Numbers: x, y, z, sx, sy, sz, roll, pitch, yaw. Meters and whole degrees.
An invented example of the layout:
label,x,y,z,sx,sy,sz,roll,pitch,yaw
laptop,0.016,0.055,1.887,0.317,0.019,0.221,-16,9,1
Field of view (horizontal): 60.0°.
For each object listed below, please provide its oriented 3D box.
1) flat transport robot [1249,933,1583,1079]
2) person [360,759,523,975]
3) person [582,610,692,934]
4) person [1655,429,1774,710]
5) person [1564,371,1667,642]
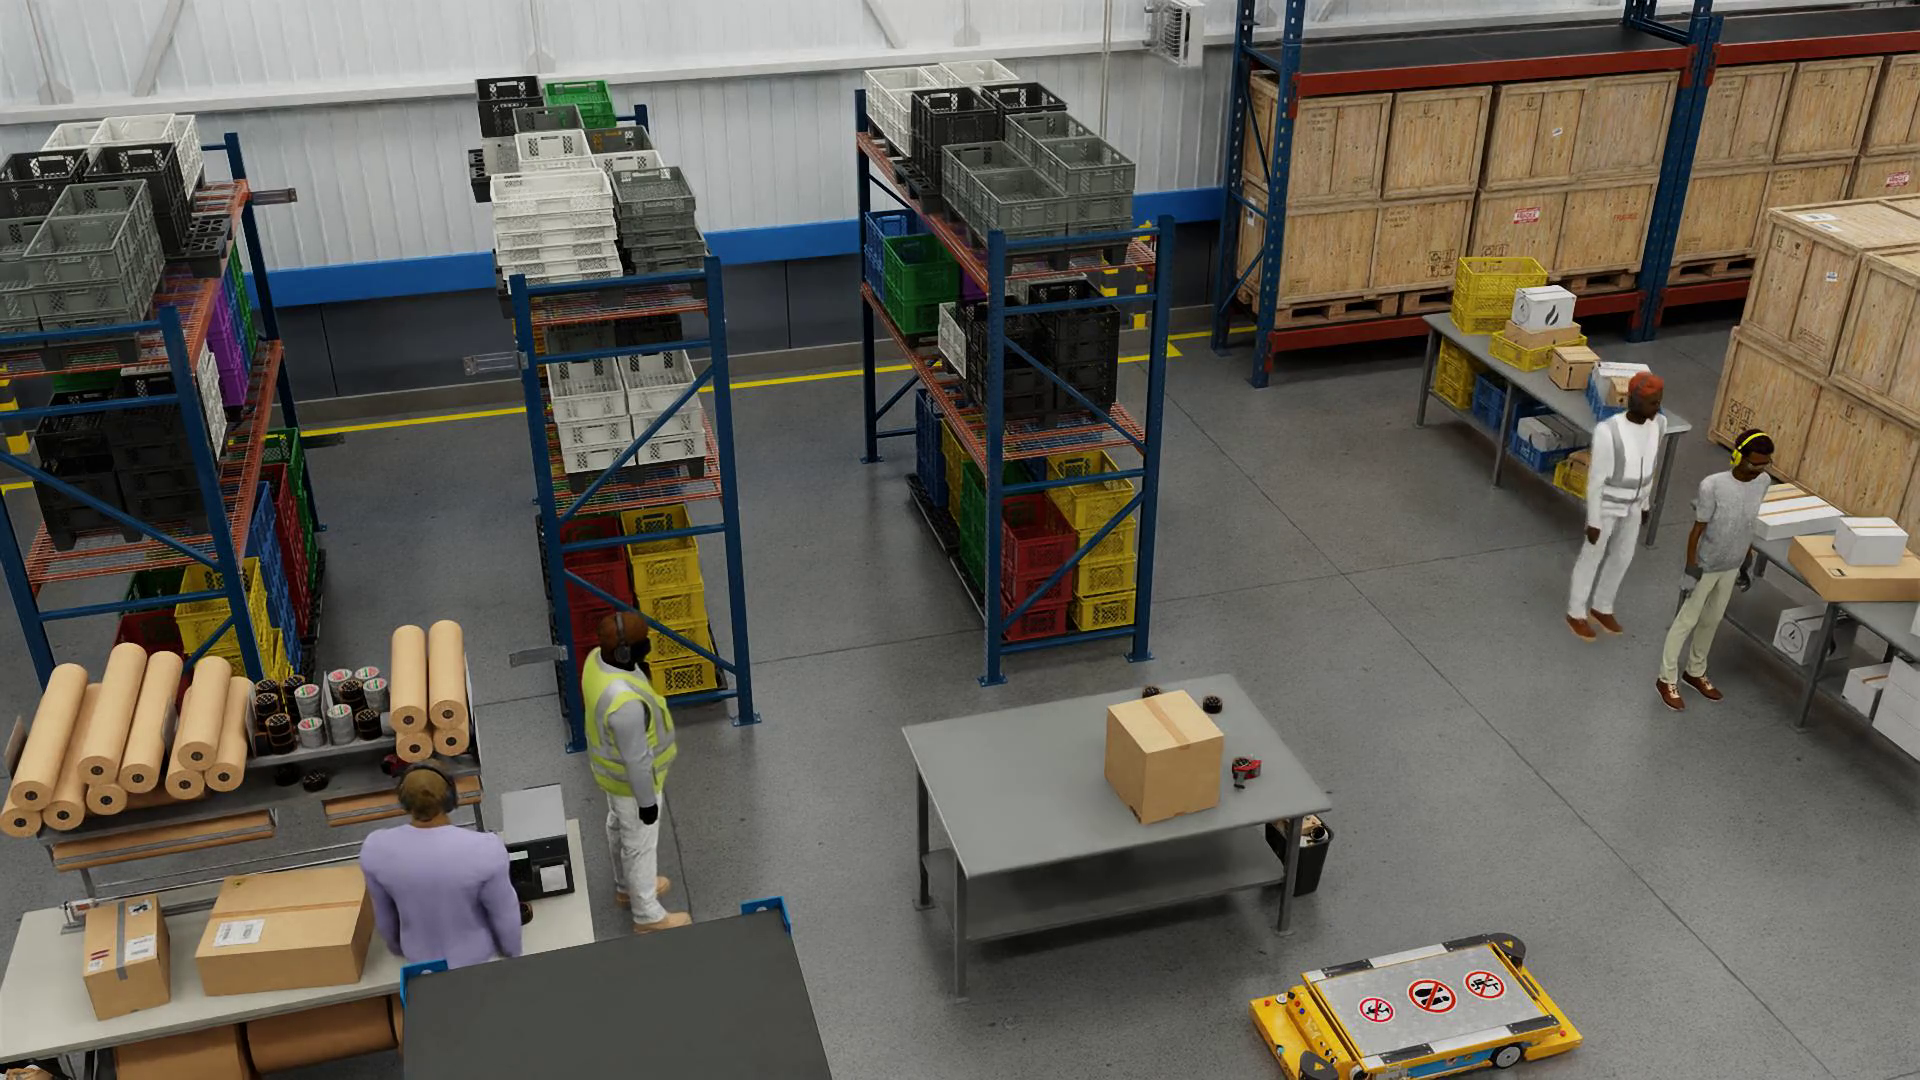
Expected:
label,x,y,z,sx,sy,sz,roll,pitch,yaw
flat transport robot,2.184,2.282,7.980,1.431,0.197,0.652,-8,30,-14
person,-2.187,1.778,7.195,0.627,1.930,0.373,1,29,2
person,-1.641,1.164,8.397,0.430,1.843,0.625,-12,31,-21
person,4.652,0.172,10.178,0.520,1.865,0.328,-9,30,-17
person,4.300,-0.217,10.871,0.577,1.882,0.370,-11,31,-19
